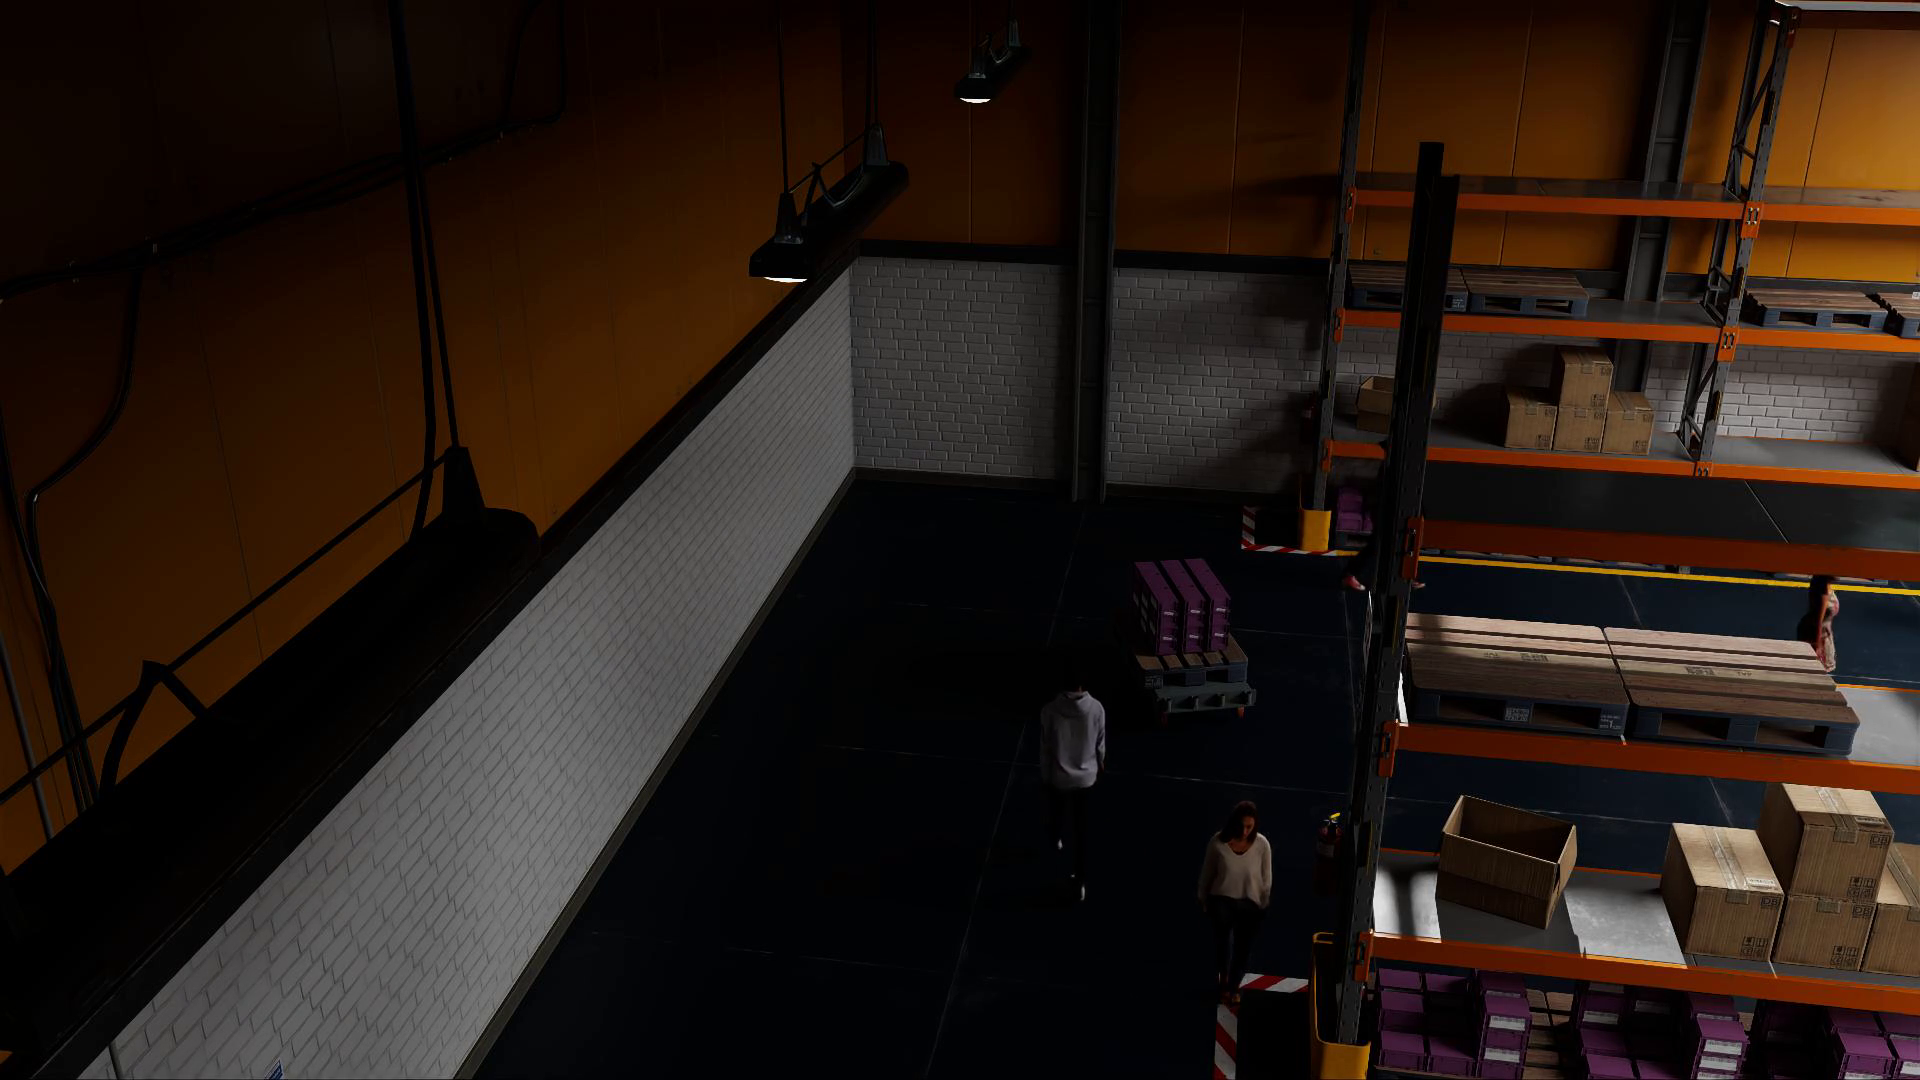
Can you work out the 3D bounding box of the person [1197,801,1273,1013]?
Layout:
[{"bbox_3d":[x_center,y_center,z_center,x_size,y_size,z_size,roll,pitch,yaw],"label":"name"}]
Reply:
[{"bbox_3d":[1.919,2.463,11.491,0.569,1.665,0.730,7,25,15],"label":"person"}]

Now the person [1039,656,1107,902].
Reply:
[{"bbox_3d":[0.876,1.848,12.642,1.234,1.870,0.988,-2,24,-5],"label":"person"}]

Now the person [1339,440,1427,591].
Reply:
[{"bbox_3d":[4.441,-0.250,17.608,1.165,1.736,0.783,7,25,15],"label":"person"}]
